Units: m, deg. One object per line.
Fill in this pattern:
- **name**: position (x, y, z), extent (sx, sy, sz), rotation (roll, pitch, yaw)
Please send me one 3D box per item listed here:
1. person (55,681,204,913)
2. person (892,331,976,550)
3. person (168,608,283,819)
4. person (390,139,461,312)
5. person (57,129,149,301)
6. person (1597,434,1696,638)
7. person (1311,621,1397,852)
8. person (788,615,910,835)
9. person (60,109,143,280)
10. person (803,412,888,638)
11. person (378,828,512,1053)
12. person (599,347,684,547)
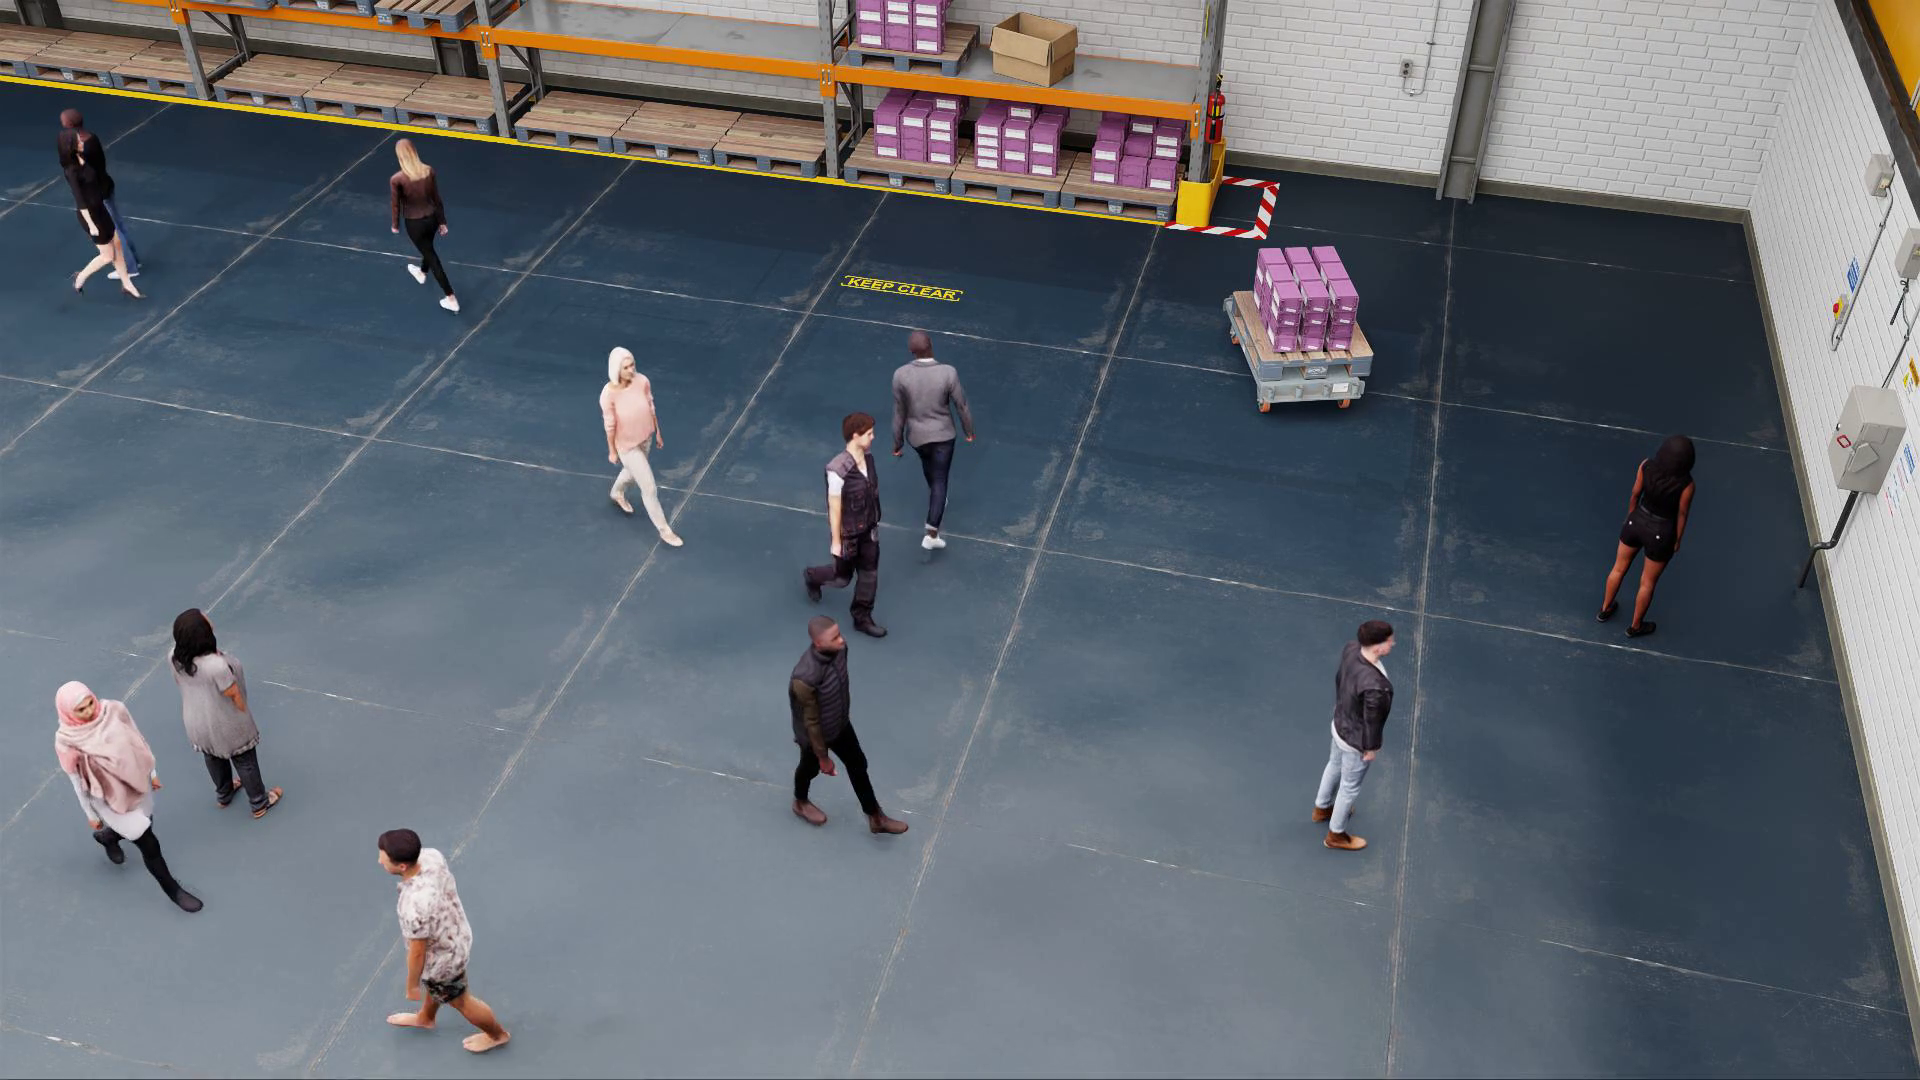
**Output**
- **person**: position (-5.151, 1.523, 10.099), extent (1.155, 1.777, 0.770), rotation (17, 42, 20)
- **person**: position (-0.232, -0.743, 12.940), extent (1.128, 1.773, 0.905), rotation (8, 39, 10)
- **person**: position (-4.802, 1.126, 10.737), extent (0.607, 1.603, 0.697), rotation (12, 40, 15)
- **person**: position (-5.055, -2.934, 15.789), extent (1.213, 1.641, 0.936), rotation (28, 46, 30)
- **person**: position (-8.291, -3.029, 15.787), extent (0.970, 1.793, 0.814), rotation (-6, 39, -7)
- **person**: position (5.020, -0.048, 12.099), extent (0.730, 1.738, 0.638), rotation (-27, 46, -29)
- **person**: position (2.474, 1.203, 10.453), extent (0.690, 1.836, 0.728), rotation (-6, 39, -8)
- **person**: position (-0.936, 1.173, 10.522), extent (1.154, 1.798, 0.896), rotation (20, 43, 23)
- **person**: position (-8.409, -3.401, 16.288), extent (0.670, 1.750, 0.671), rotation (-6, 39, -8)
- **person**: position (-0.849, -0.123, 12.133), extent (1.127, 1.812, 0.926), rotation (27, 46, 30)
- **person**: position (-2.810, 2.239, 9.192), extent (1.062, 1.790, 0.888), rotation (-2, 39, -3)
- **person**: position (-2.612, -0.797, 13.080), extent (1.198, 1.683, 0.912), rotation (27, 46, 30)
